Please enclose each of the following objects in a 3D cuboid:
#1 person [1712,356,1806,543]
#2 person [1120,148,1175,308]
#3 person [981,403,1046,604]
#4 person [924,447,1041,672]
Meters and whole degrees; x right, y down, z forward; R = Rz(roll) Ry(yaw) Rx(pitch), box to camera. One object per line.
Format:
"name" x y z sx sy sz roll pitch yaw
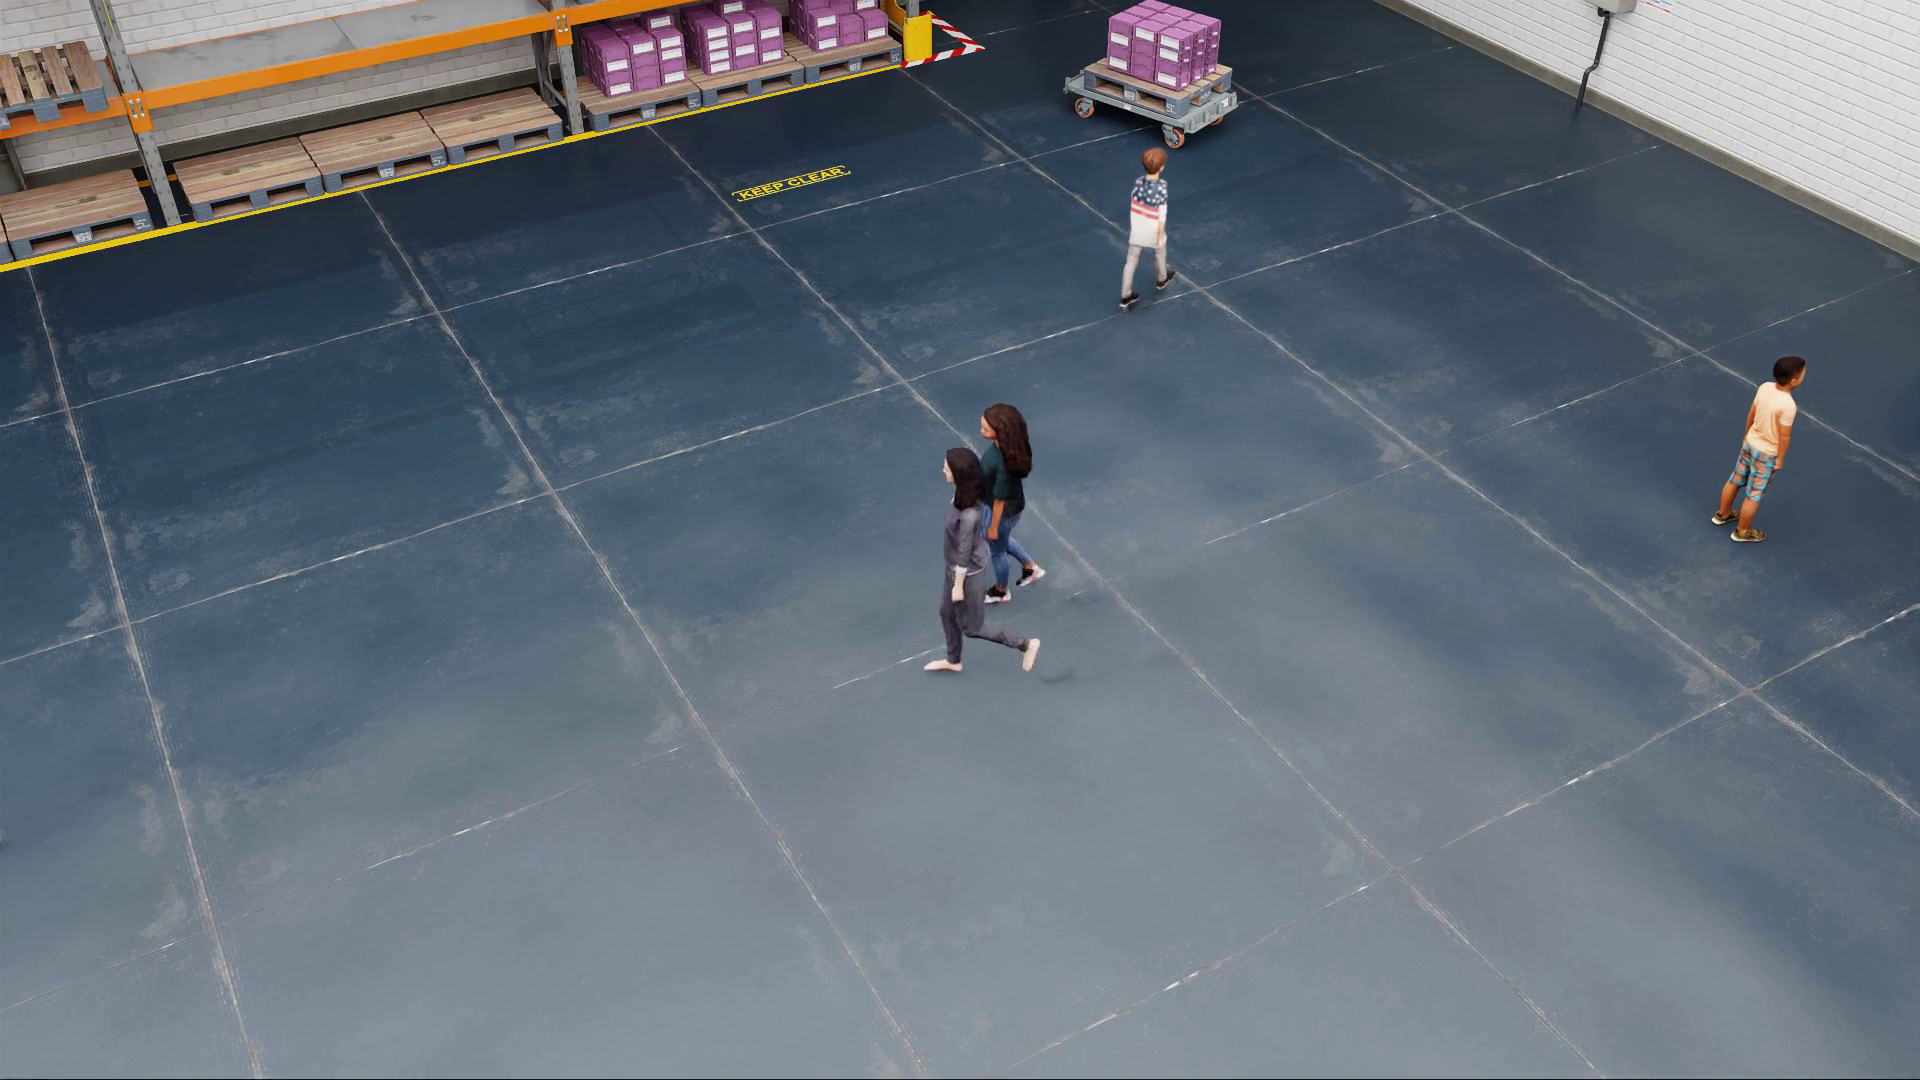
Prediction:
"person" 5.624 -0.651 11.653 0.546 1.461 0.557 -12 40 -14
"person" 1.562 -2.637 14.186 0.777 1.403 1.012 25 45 28
"person" 0.363 -0.210 10.986 0.838 1.603 0.763 1 39 1
"person" 0.132 0.197 10.373 1.072 1.733 0.903 0 39 0
